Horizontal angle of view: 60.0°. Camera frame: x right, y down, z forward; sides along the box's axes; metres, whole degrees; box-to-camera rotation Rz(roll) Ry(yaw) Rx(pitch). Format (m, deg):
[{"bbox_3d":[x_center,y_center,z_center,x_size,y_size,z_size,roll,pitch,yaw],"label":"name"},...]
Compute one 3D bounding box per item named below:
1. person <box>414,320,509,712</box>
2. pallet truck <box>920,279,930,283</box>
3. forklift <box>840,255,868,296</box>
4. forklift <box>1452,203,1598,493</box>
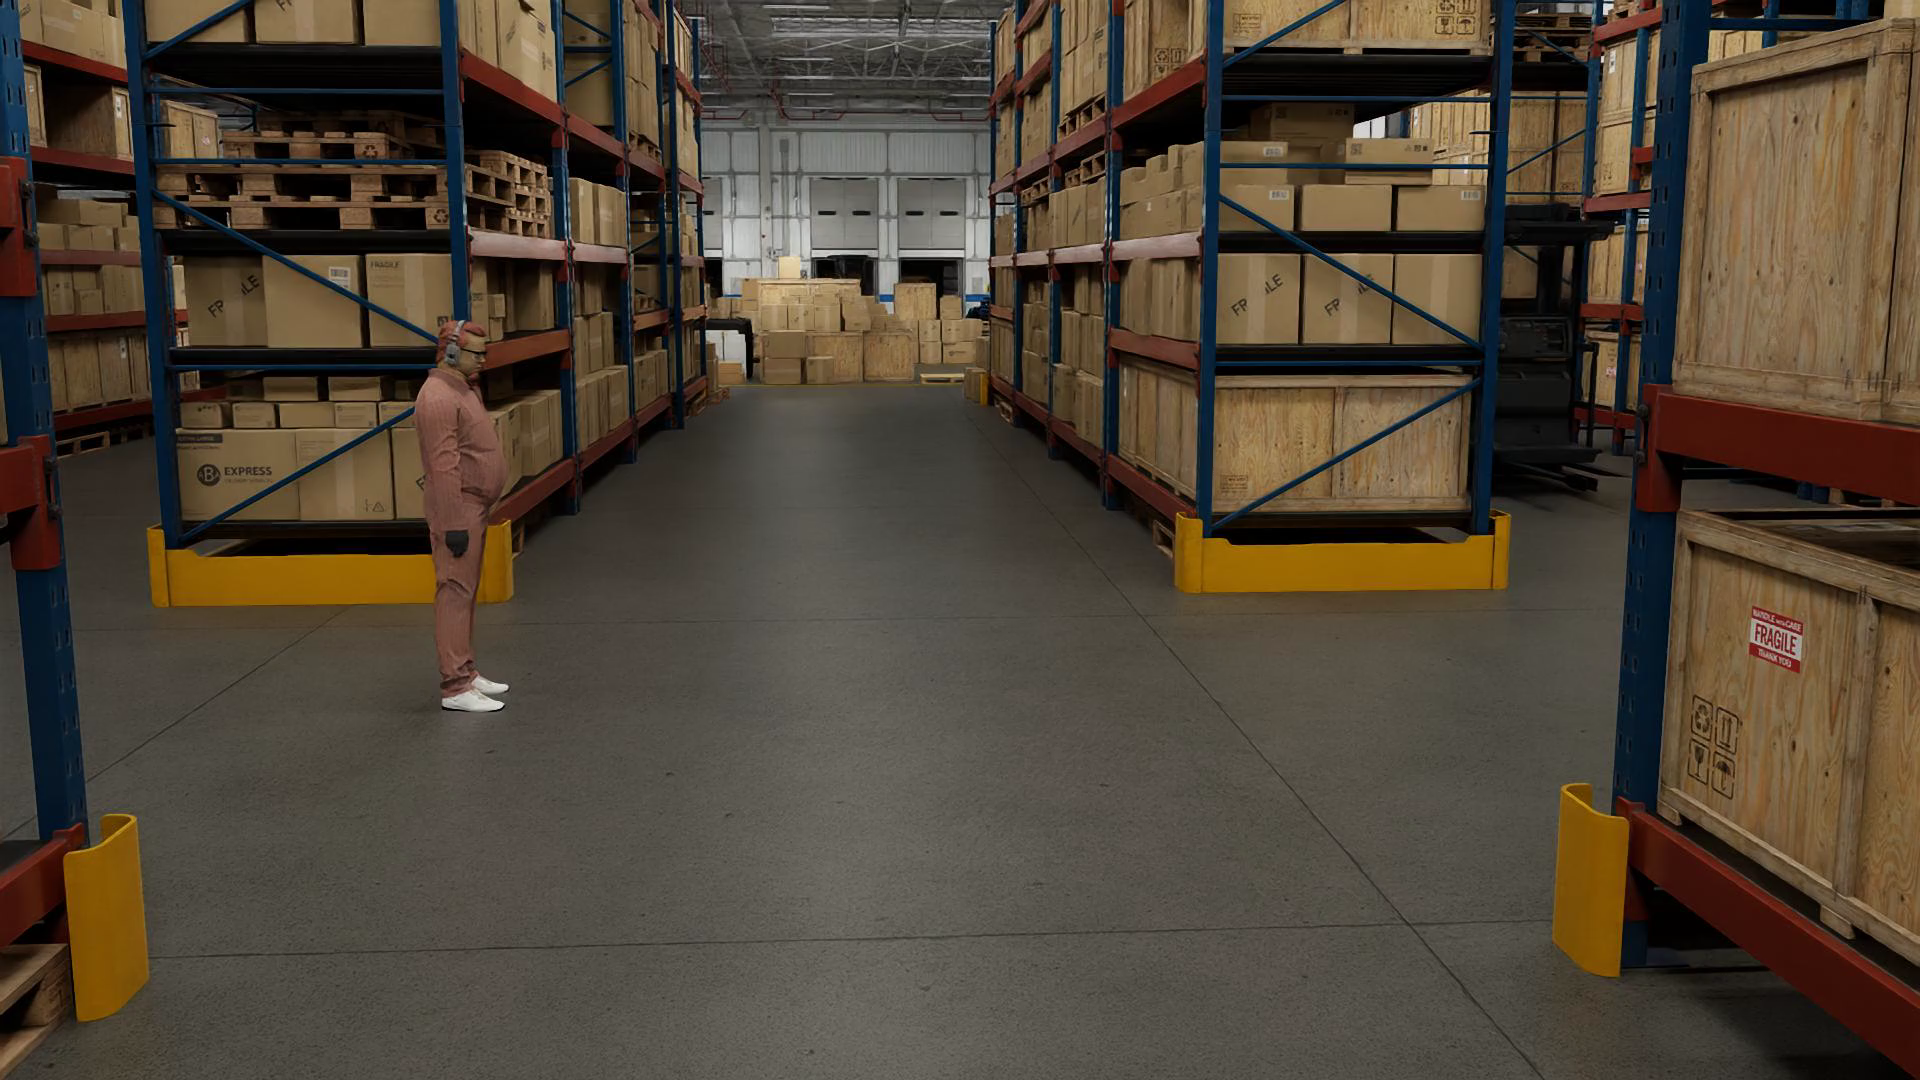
[{"bbox_3d":[-2.425,-0.120,8.155,0.407,1.902,0.638,-2,9,-10],"label":"person"},{"bbox_3d":[-0.932,-8.922,63.114,1.885,1.965,0.823,2,9,13],"label":"pallet truck"},{"bbox_3d":[-3.663,-8.478,57.565,1.129,2.768,1.873,-5,10,-30],"label":"forklift"},{"bbox_3d":[5.506,-1.963,16.653,1.129,2.768,1.873,-1,9,-4],"label":"forklift"}]
